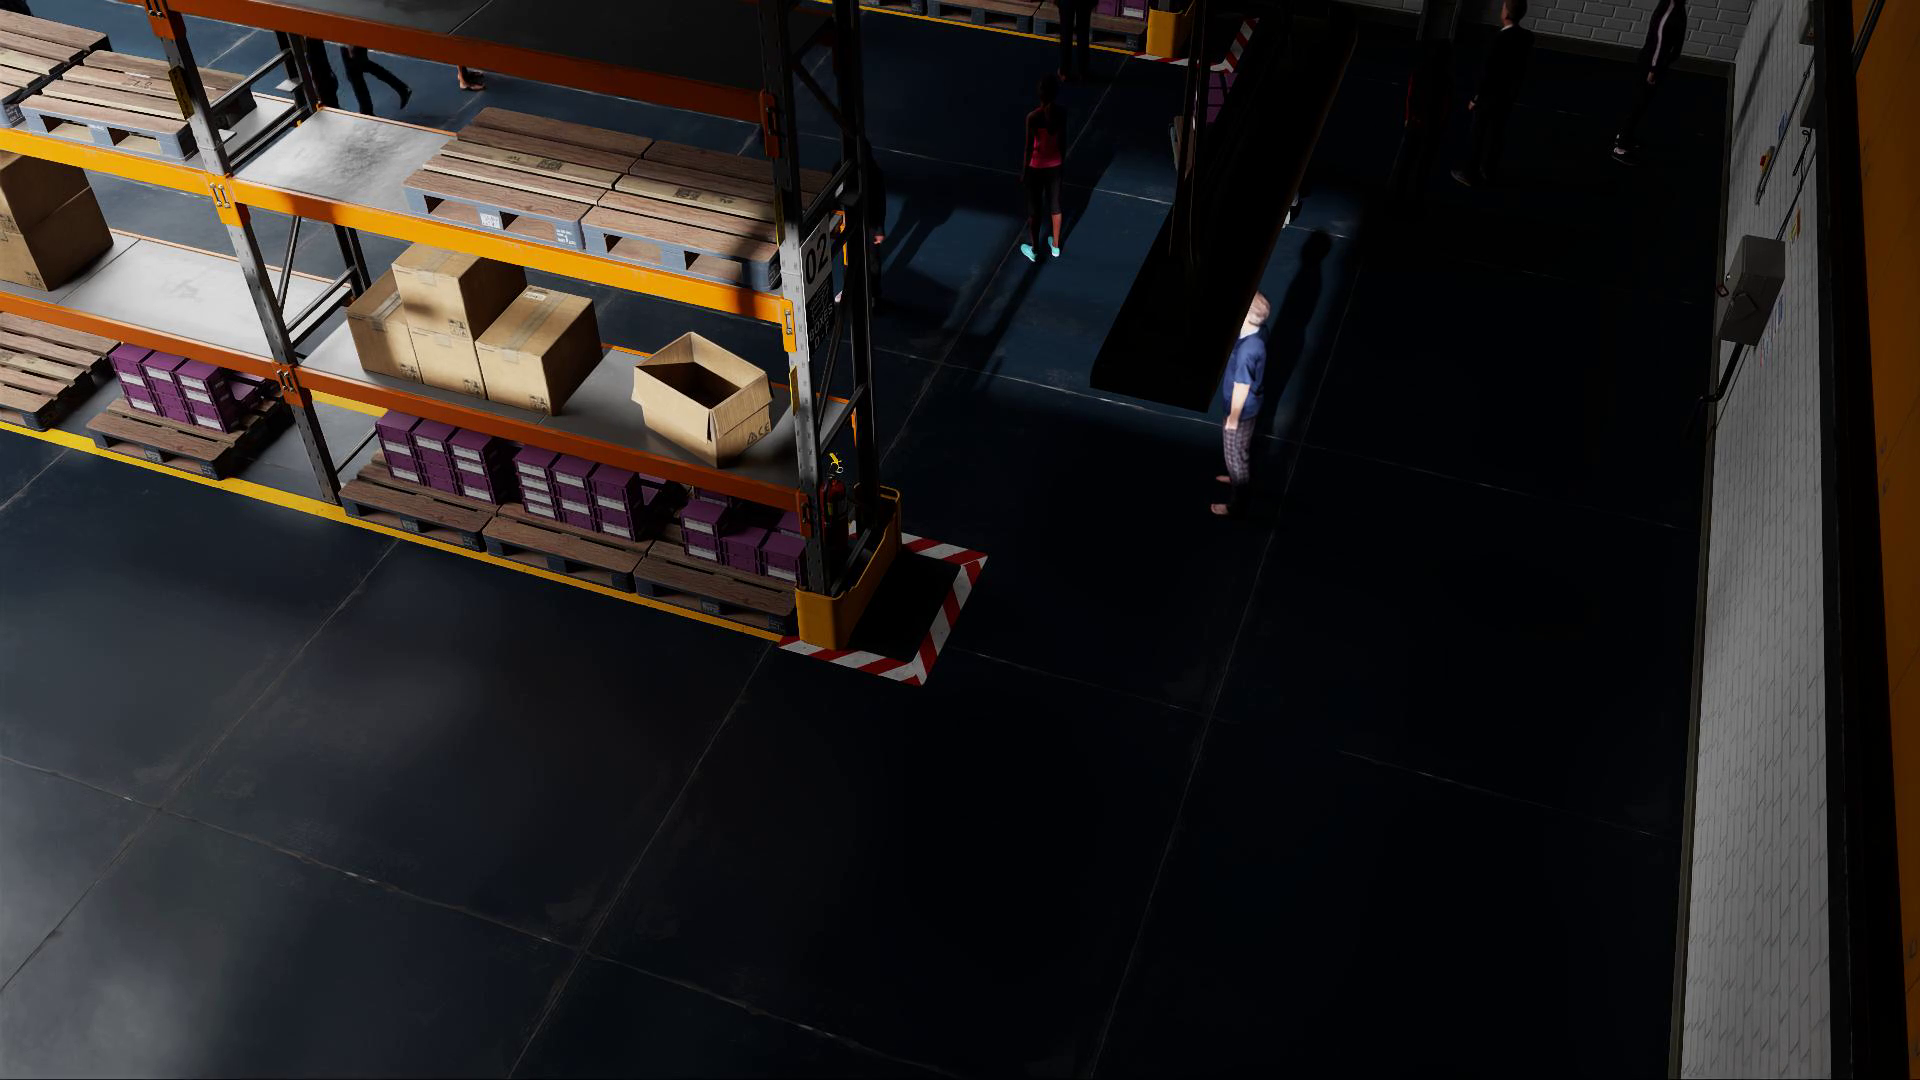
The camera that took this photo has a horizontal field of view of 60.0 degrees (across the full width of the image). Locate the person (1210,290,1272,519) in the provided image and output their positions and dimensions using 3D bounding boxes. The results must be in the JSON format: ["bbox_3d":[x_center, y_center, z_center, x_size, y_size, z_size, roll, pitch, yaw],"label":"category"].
[{"bbox_3d":[2.026,-0.973,11.855,0.575,1.864,0.667,12,45,12],"label":"person"}]

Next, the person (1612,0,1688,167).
[{"bbox_3d":[6.465,-4.432,15.507,0.584,1.835,0.698,17,46,17],"label":"person"}]

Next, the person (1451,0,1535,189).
[{"bbox_3d":[4.891,-4.089,15.162,0.750,1.814,0.815,-16,46,-17],"label":"person"}]

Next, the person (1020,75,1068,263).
[{"bbox_3d":[0.724,-3.190,14.284,0.661,1.723,0.726,-16,46,-16],"label":"person"}]

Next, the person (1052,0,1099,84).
[{"bbox_3d":[1.151,-5.406,16.608,0.586,1.725,0.760,0,44,-1],"label":"person"}]

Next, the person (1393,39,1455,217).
[{"bbox_3d":[4.137,-3.666,14.834,0.581,1.654,0.716,33,53,30],"label":"person"}]

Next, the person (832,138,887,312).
[{"bbox_3d":[-0.835,-2.647,13.792,0.564,1.616,0.709,17,46,17],"label":"person"}]
